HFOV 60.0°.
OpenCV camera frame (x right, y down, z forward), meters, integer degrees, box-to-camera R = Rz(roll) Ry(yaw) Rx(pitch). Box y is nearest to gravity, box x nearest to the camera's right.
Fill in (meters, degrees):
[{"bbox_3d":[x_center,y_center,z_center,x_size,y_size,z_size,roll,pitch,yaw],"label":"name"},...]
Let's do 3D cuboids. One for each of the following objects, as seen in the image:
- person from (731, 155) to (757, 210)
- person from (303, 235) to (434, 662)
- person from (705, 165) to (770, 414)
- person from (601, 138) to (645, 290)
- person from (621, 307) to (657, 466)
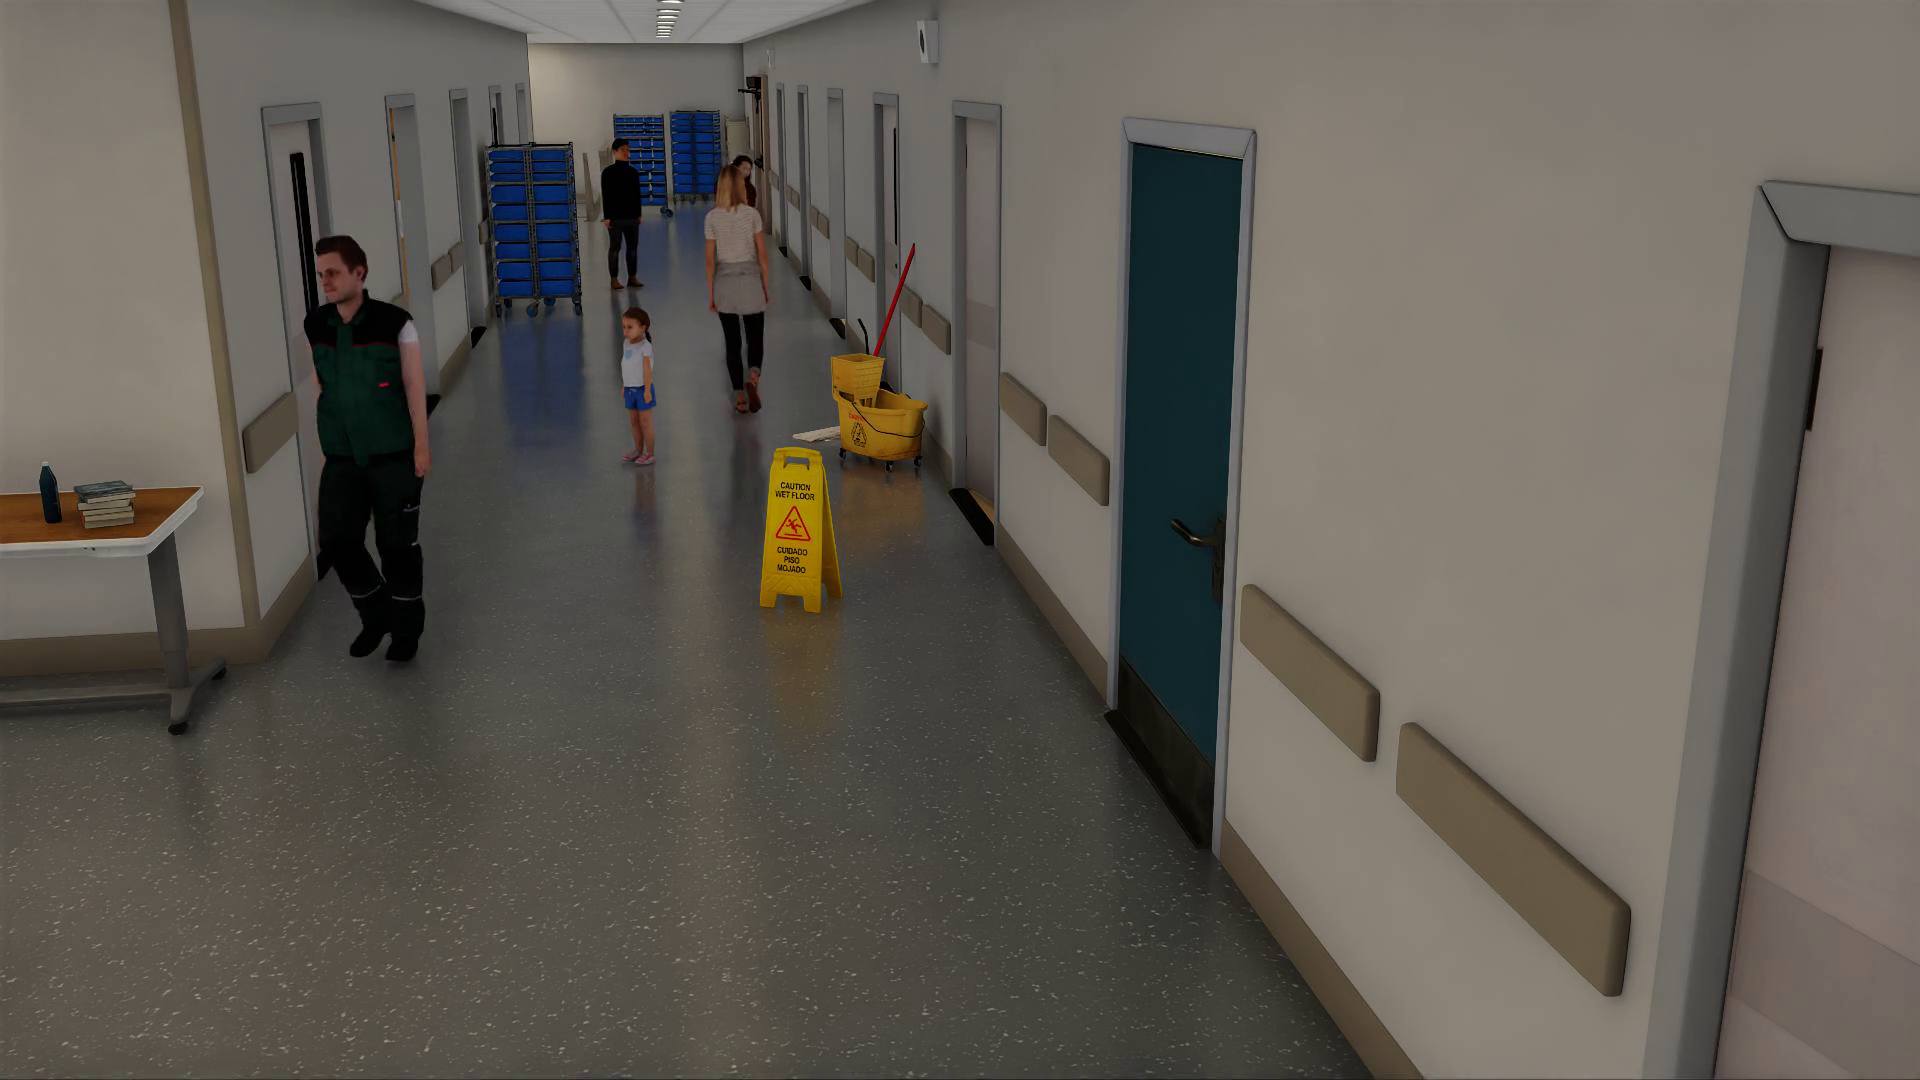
[{"bbox_3d":[-2.371,-3.148,17.261,0.807,1.624,0.976,-8,18,-27],"label":"person"},{"bbox_3d":[-2.471,-0.386,7.091,0.733,1.823,0.728,0,16,1],"label":"person"},{"bbox_3d":[-1.600,-1.759,11.996,0.638,1.807,1.014,-1,16,-5],"label":"person"},{"bbox_3d":[-3.955,-3.821,19.466,0.722,1.721,0.710,-12,20,-37],"label":"person"},{"bbox_3d":[-2.070,-0.999,10.751,0.480,1.020,0.550,15,21,42],"label":"person"}]
